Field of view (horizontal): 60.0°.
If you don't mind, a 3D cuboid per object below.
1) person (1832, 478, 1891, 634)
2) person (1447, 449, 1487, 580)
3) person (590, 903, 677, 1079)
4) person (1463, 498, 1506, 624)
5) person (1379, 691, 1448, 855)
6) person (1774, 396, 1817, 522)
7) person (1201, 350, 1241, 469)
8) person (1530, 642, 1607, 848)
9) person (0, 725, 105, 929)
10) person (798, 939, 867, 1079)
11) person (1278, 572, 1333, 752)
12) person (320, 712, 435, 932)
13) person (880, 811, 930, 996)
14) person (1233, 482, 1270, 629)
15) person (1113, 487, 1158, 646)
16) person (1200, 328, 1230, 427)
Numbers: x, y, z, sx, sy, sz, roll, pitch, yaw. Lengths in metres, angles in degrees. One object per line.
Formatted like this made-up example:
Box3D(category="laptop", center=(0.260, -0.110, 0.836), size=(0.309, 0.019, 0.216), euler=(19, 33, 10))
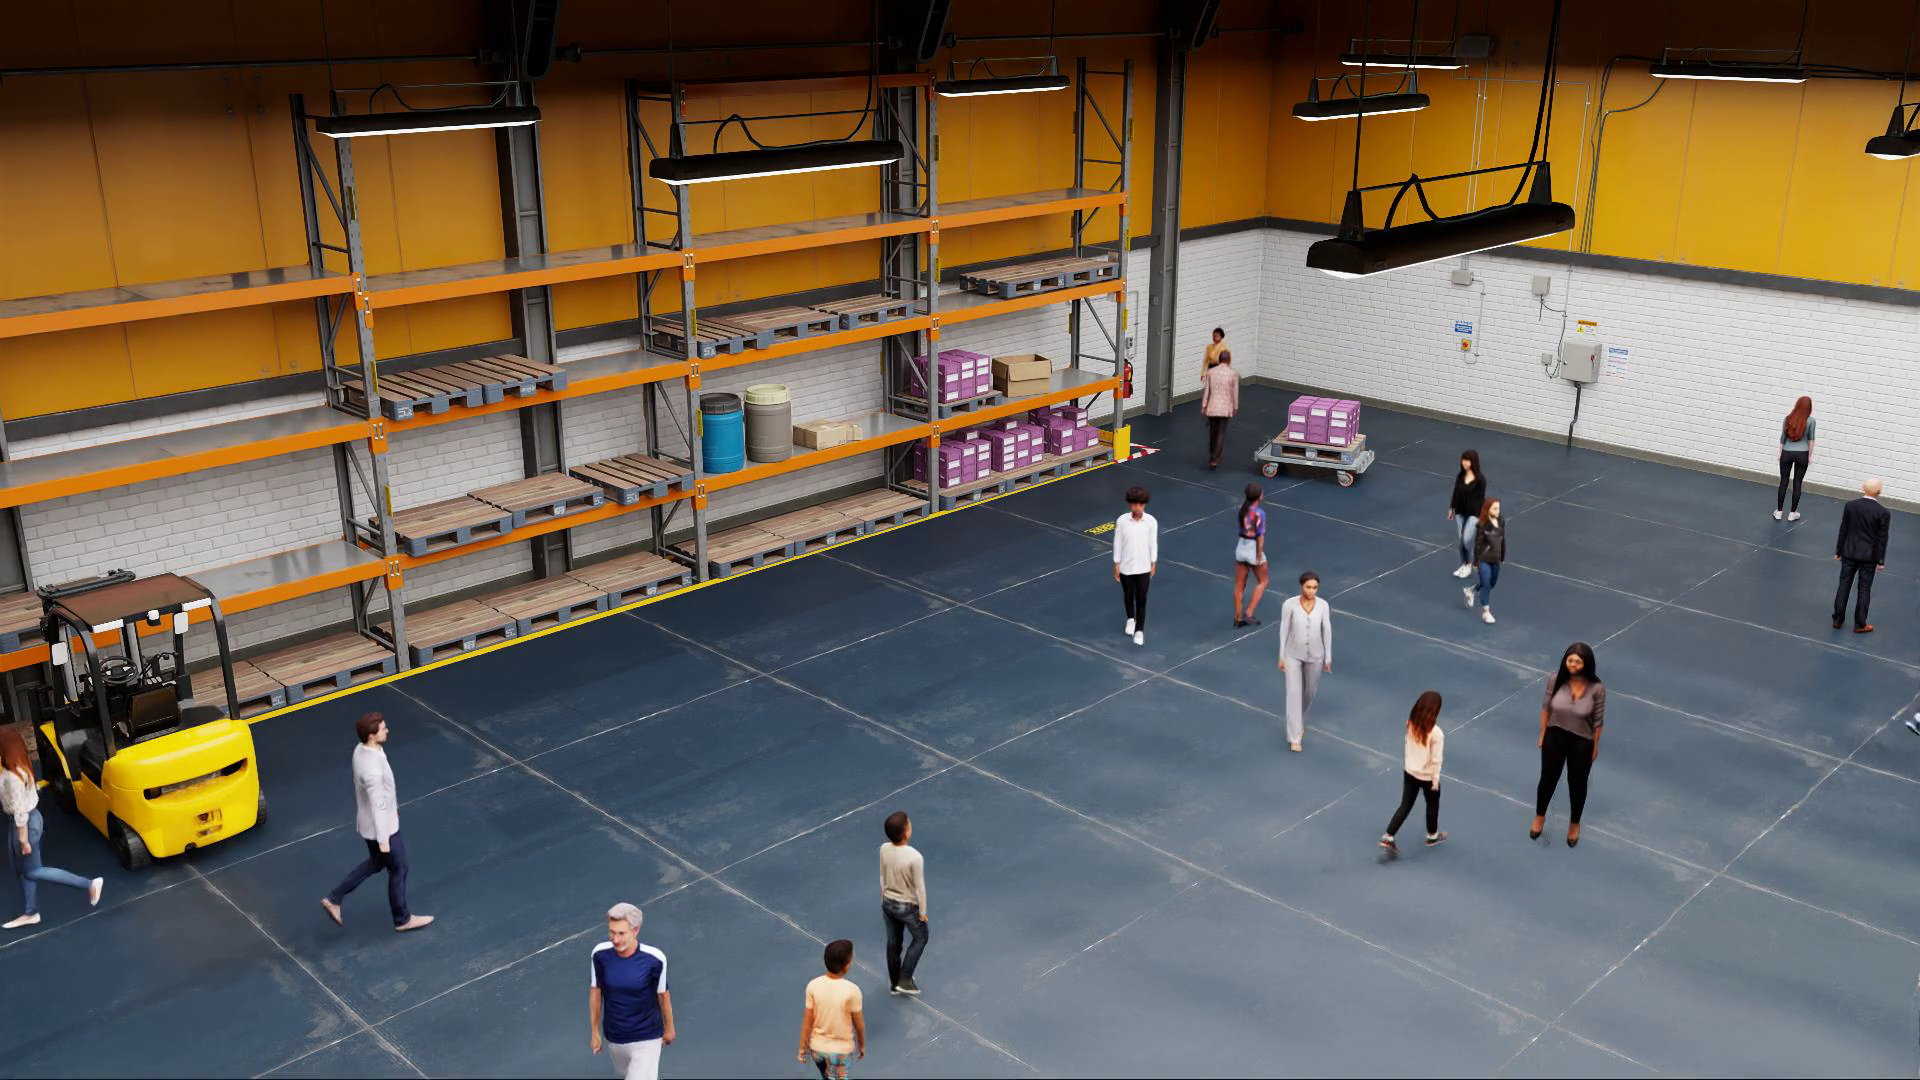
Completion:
Box3D(category="person", center=(10.227, 0.162, 18.893), size=(0.595, 1.800, 0.685), euler=(-15, 24, -38))
Box3D(category="person", center=(6.347, -0.338, 20.641), size=(0.580, 1.631, 0.605), euler=(-16, 24, -39))
Box3D(category="person", center=(-2.012, 3.027, 10.392), size=(1.084, 1.795, 1.282), euler=(4, 19, 11))
Box3D(category="person", center=(6.090, 0.202, 19.293), size=(0.862, 1.467, 0.799), euler=(-8, 20, -23))
Box3D(category="person", center=(3.827, 1.988, 14.013), size=(1.028, 1.453, 0.696), euler=(-12, 22, -32))
Box3D(category="person", center=(11.454, -1.130, 22.823), size=(0.635, 1.738, 0.610), euler=(11, 22, 30))
Box3D(category="person", center=(3.923, -1.960, 25.212), size=(0.881, 1.787, 1.140), euler=(9, 21, 25))
Box3D(category="person", center=(5.192, 1.728, 14.177), size=(0.720, 1.840, 0.694), euler=(10, 21, 27))
Box3D(category="person", center=(-7.157, 2.224, 12.917), size=(1.060, 1.705, 0.801), euler=(-8, 20, -23))
Box3D(category="person", center=(-0.828, 3.228, 10.363), size=(0.842, 1.433, 1.063), euler=(4, 19, 12))
Box3D(category="person", center=(3.341, 1.112, 16.205), size=(1.017, 1.713, 1.075), euler=(0, 19, -1))
Box3D(category="person", center=(-4.559, 2.205, 12.777), size=(1.106, 1.830, 0.855), euler=(-10, 21, -27))
Box3D(category="person", center=(-0.455, 2.665, 11.991), size=(0.622, 1.460, 0.625), euler=(11, 22, 30))
Box3D(category="person", center=(3.221, 0.192, 18.905), size=(0.618, 1.735, 0.628), euler=(-14, 23, -35))
Box3D(category="person", center=(1.963, 0.251, 18.673), size=(0.980, 1.771, 1.128), euler=(4, 19, 12))
Box3D(category="person", center=(4.288, -2.723, 27.734), size=(0.771, 1.625, 1.012), euler=(9, 21, 26))
